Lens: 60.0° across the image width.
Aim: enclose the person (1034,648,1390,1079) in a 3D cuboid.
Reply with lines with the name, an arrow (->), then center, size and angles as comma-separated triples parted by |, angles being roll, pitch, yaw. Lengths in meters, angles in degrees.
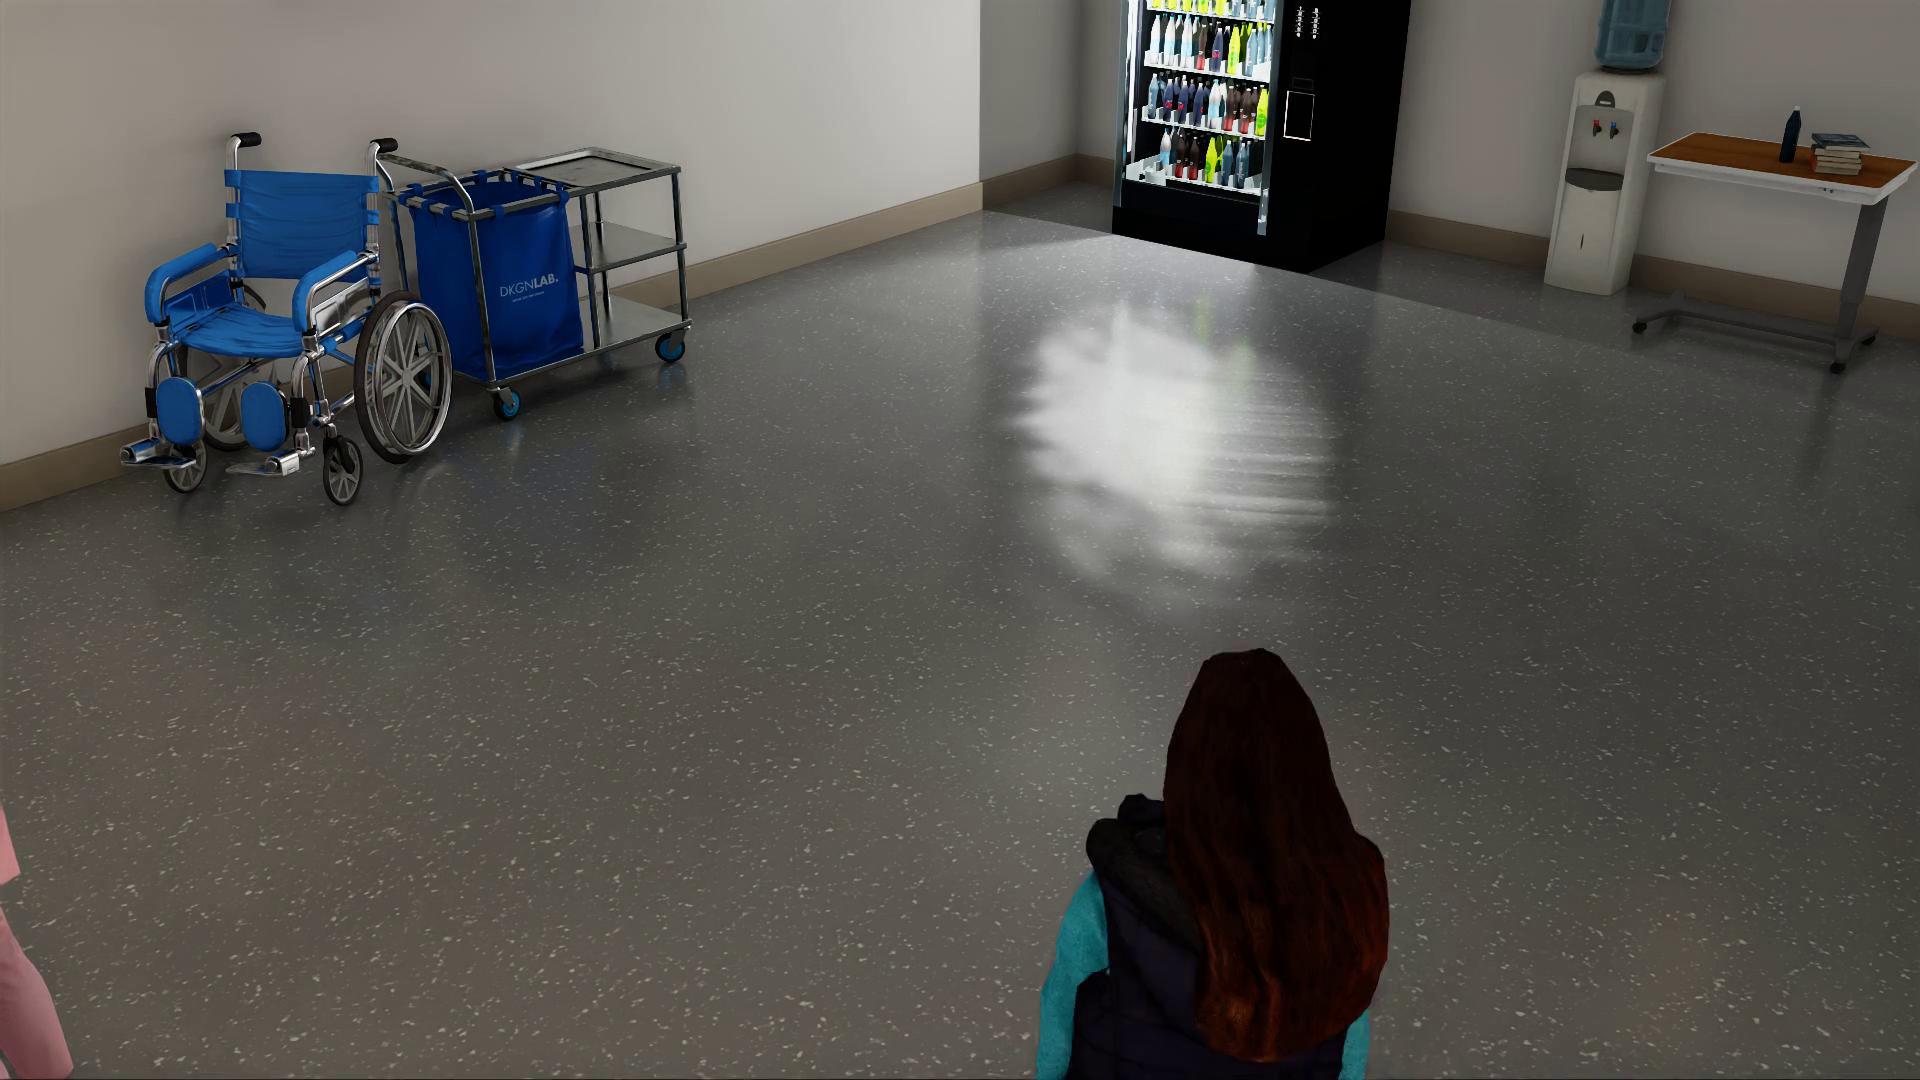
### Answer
person -> 0.305, 0.866, 2.176 | 0.972, 1.464, 1.018 | -1, 26, -2
